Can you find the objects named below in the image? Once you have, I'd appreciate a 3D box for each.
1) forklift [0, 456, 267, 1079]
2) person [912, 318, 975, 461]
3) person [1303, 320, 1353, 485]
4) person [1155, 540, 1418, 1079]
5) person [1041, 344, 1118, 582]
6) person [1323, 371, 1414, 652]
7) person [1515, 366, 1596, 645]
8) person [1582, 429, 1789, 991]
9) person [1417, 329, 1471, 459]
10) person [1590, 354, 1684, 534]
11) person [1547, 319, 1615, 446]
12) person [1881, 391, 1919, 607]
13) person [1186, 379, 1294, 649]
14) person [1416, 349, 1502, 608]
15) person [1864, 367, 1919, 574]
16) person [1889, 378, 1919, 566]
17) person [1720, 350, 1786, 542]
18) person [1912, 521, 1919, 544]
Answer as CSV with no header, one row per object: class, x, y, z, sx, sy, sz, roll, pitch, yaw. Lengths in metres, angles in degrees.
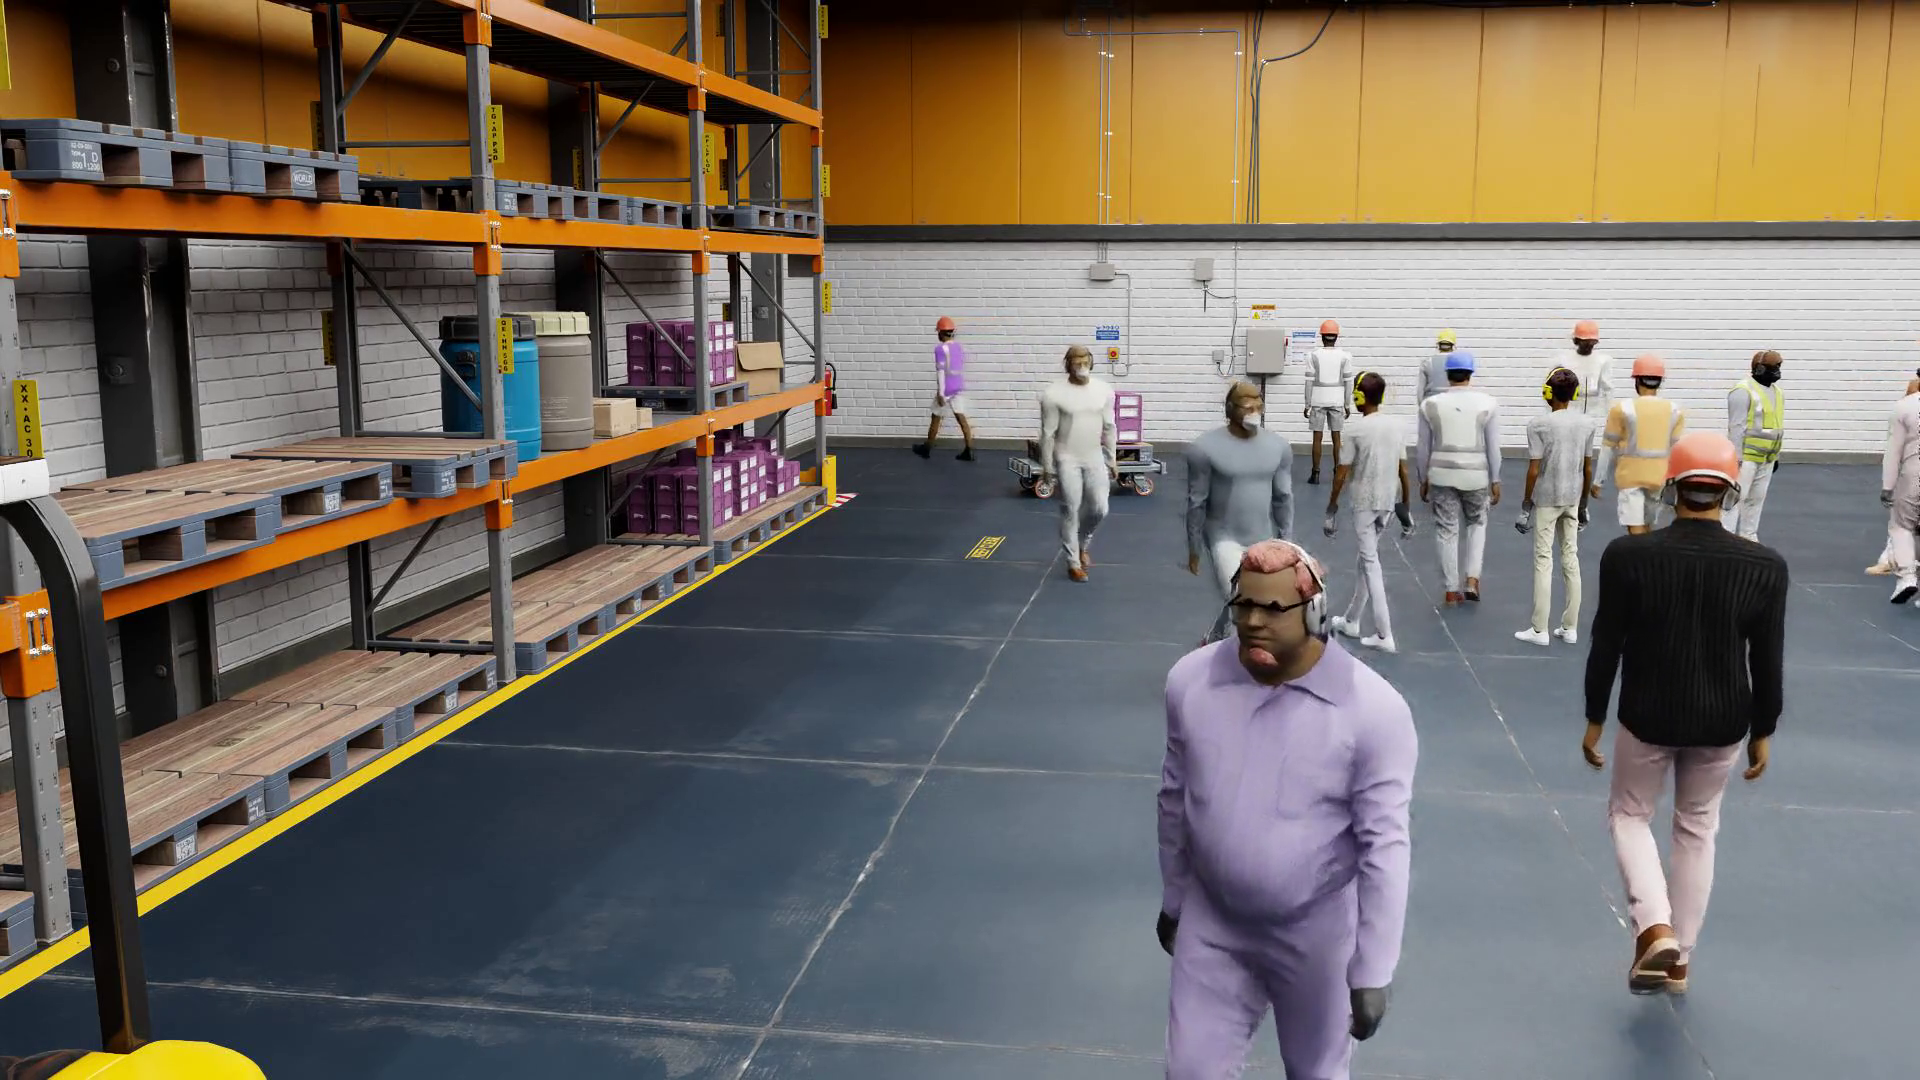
forklift,-2.328,0.975,2.765,2.313,2.155,1.214,1,9,9
person,-0.184,-1.996,22.052,1.002,1.880,0.574,8,12,40
person,4.304,-1.610,19.500,0.552,1.934,0.364,1,9,5
person,0.688,0.943,3.917,0.680,1.872,0.864,6,11,32
person,0.958,-0.624,13.449,0.653,1.924,0.485,-3,10,-16
person,2.677,-0.208,11.152,0.565,1.833,0.860,-4,10,-24
person,3.987,-0.225,11.163,0.512,1.873,0.329,-2,9,-12
person,2.464,0.614,5.659,0.635,1.973,0.574,2,9,14
person,5.693,-1.564,19.574,0.613,1.825,0.421,3,10,18
person,5.089,-0.445,12.492,0.565,1.880,1.009,-1,9,-3
person,6.534,-1.309,17.457,0.613,2.001,0.778,0,9,-1
person,7.136,-0.407,12.227,0.671,1.891,0.418,3,10,19
person,1.590,0.004,9.687,0.632,1.909,0.928,-3,10,-16
person,3.710,-0.454,12.400,0.622,1.919,0.482,3,10,20
person,8.040,-0.579,13.663,1.001,1.798,0.630,-2,9,-11
person,8.220,-0.584,14.219,0.847,1.579,0.547,-8,12,-41
person,6.883,-0.727,14.411,0.644,1.831,0.431,-5,11,-29
person,8.493,-0.747,14.107,0.624,1.961,0.650,-8,12,-39
